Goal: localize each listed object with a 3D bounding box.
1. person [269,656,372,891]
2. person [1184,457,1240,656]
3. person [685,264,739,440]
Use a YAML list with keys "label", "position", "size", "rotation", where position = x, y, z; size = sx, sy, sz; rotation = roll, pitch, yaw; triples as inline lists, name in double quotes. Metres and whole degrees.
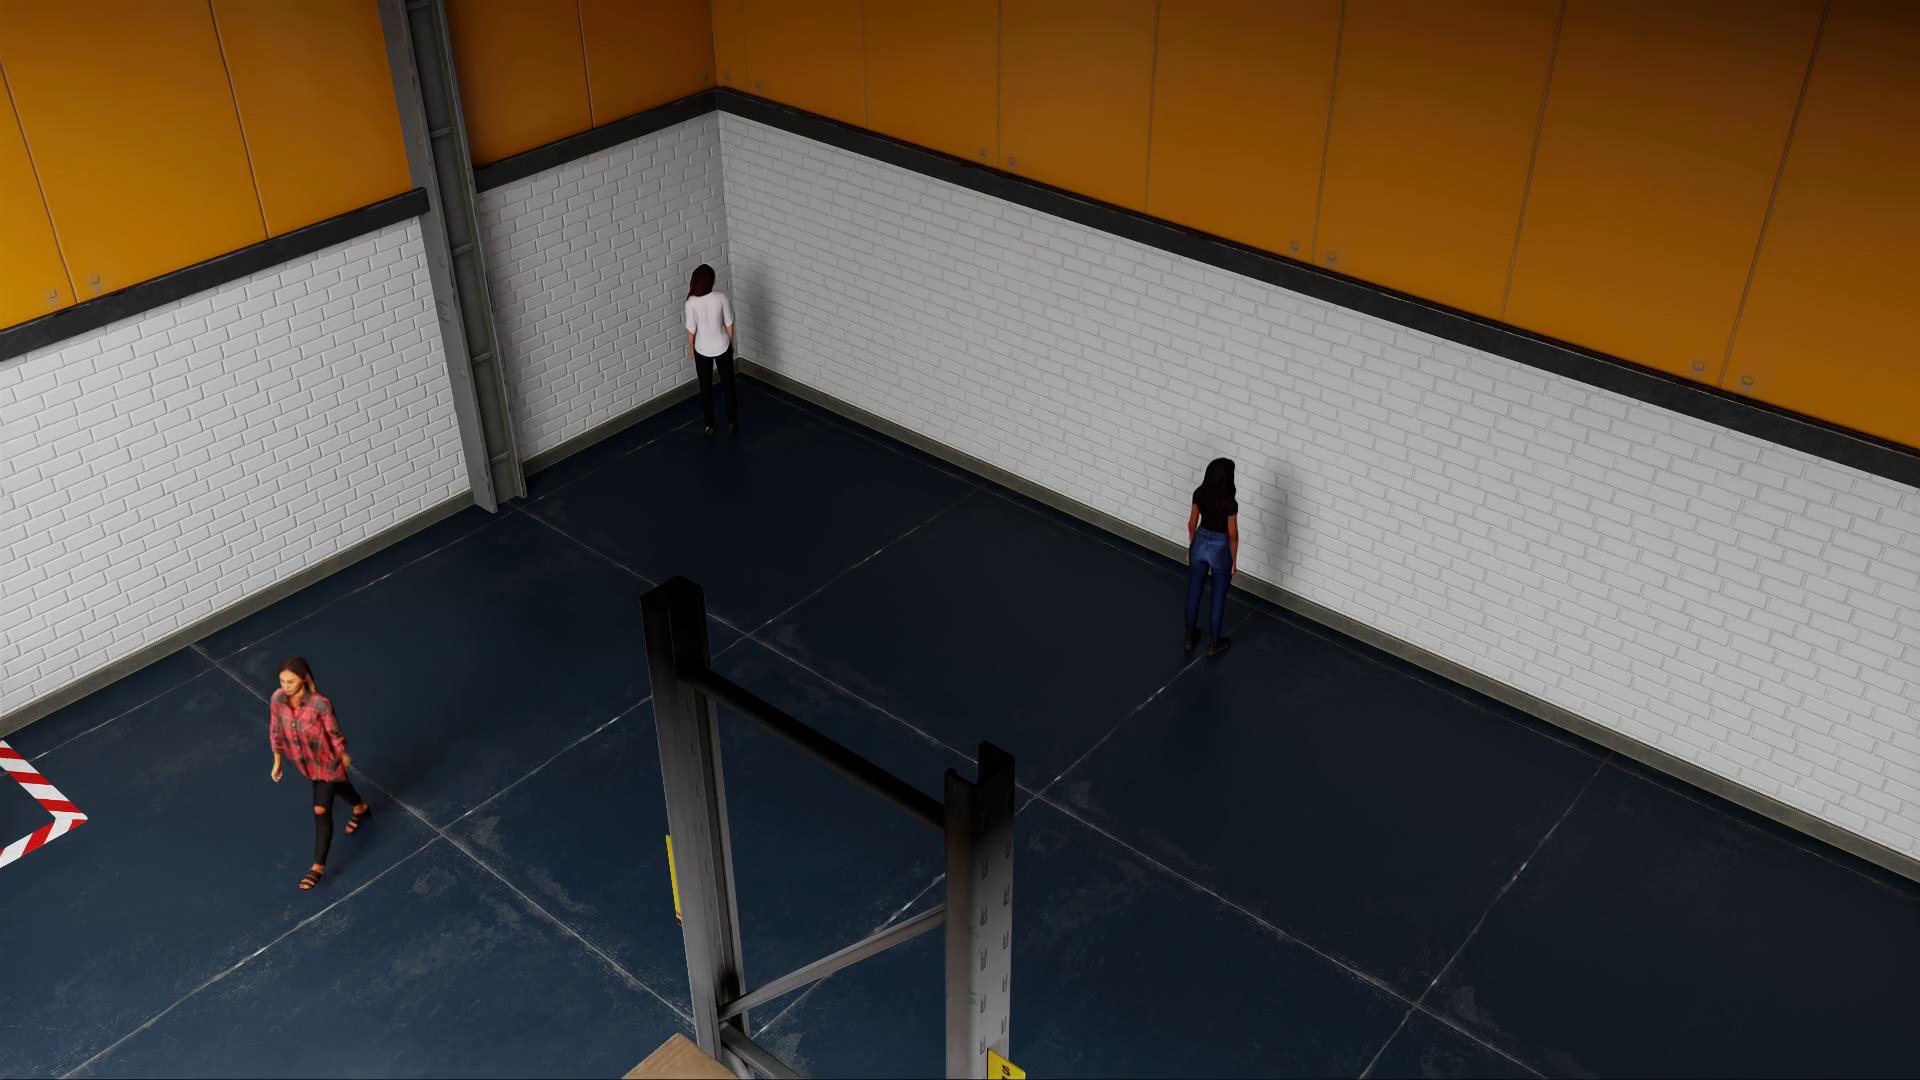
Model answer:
- label: "person"
  position: [-4.264, 1.426, 11.156]
  size: [0.873, 1.650, 1.175]
  rotation: [11, 35, 16]
- label: "person"
  position: [1.966, 0.125, 13.034]
  size: [0.595, 1.738, 0.563]
  rotation: [19, 38, 26]
- label: "person"
  position: [-2.356, -1.791, 15.865]
  size: [0.641, 1.795, 0.741]
  rotation: [-9, 35, -13]
